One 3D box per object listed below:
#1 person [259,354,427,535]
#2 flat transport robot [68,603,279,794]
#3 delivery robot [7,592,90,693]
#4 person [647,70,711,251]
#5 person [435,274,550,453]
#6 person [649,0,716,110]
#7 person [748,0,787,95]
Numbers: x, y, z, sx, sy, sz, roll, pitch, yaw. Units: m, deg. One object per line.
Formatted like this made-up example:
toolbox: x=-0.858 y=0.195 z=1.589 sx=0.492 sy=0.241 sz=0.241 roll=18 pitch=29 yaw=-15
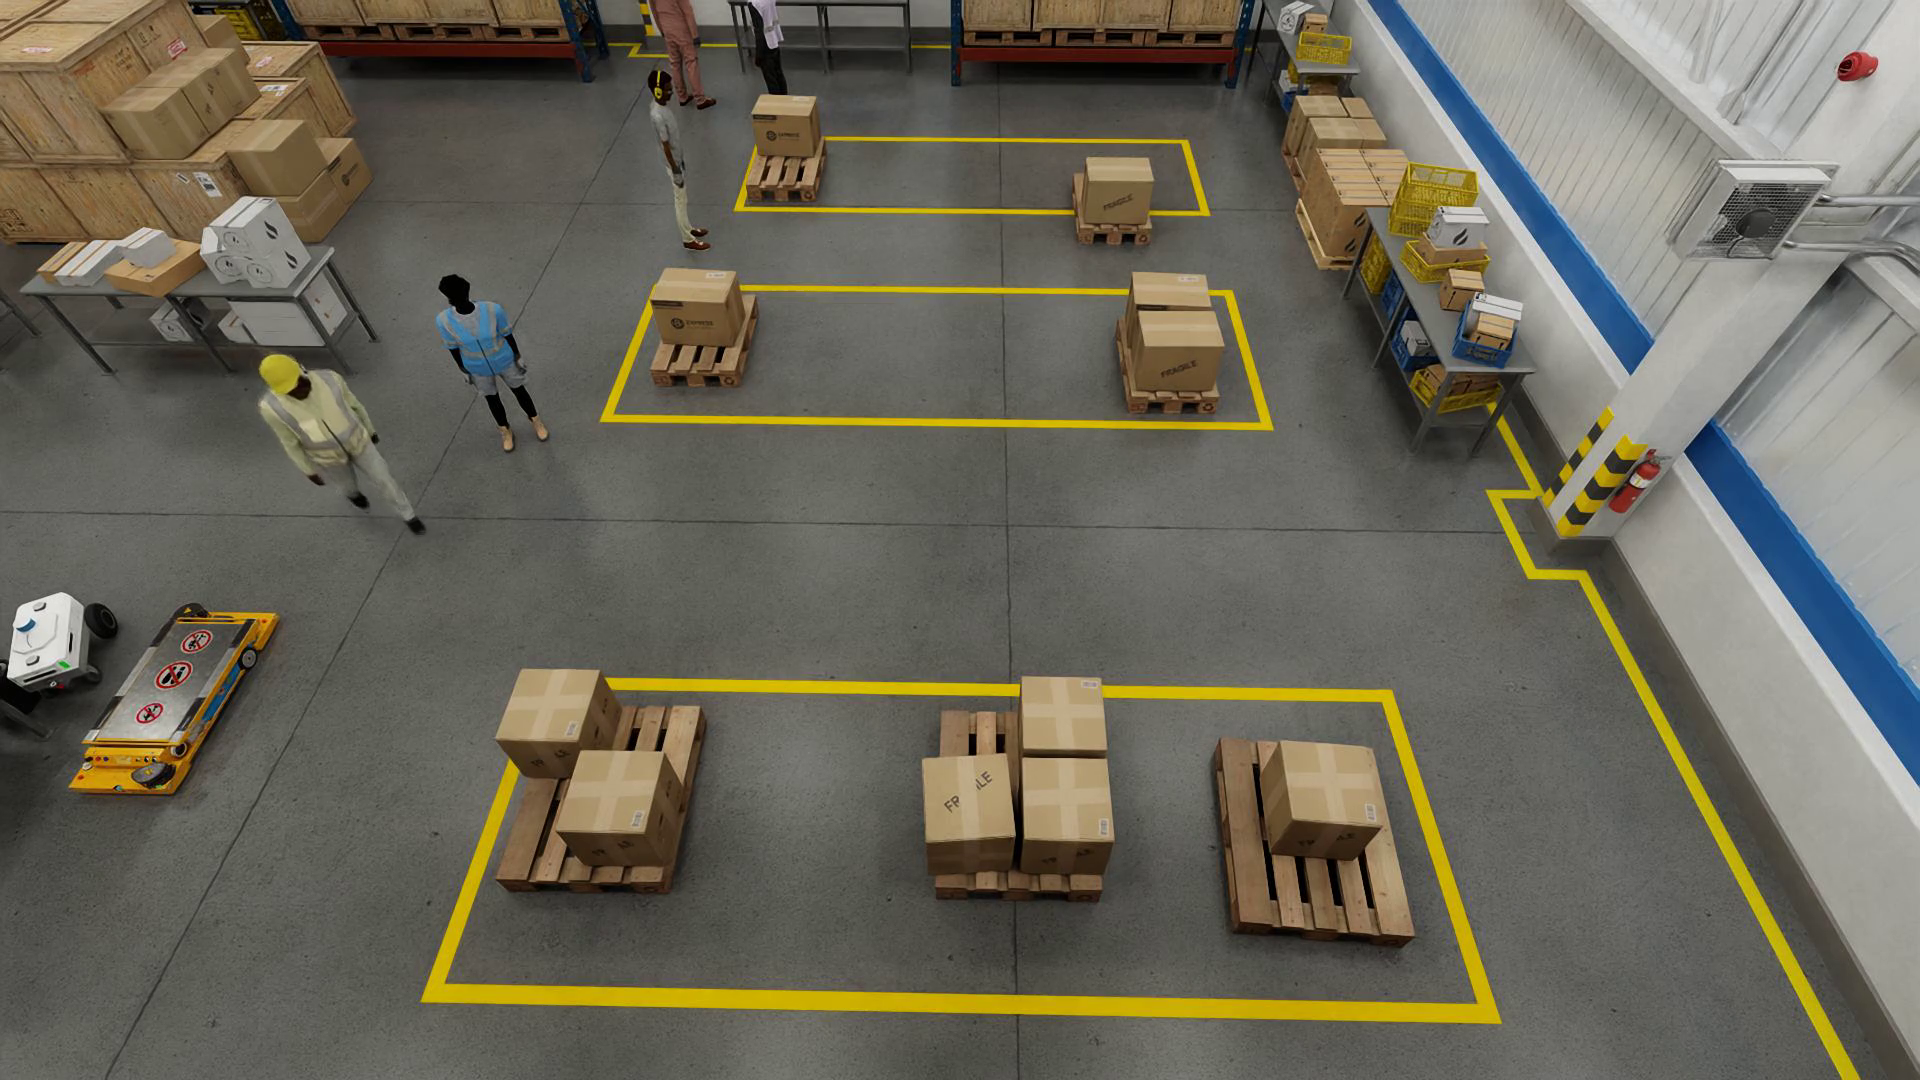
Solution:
person: x=-4.779 y=-0.758 z=7.000 sx=0.733 sy=1.793 sz=0.609 roll=37 pitch=59 yaw=27
flat transport robot: x=-5.504 y=1.072 z=6.442 sx=0.652 sy=0.197 sz=1.431 roll=1 pitch=50 yaw=1
delivery robot: x=-6.468 y=0.721 z=6.495 sx=0.477 sy=0.478 sz=0.707 roll=-22 pitch=53 yaw=-18
person: x=-2.996 y=-3.988 z=9.688 sx=0.328 sy=1.865 sz=0.521 roll=-10 pitch=51 yaw=-8
person: x=-3.919 y=-1.473 z=7.667 sx=0.532 sy=1.697 sz=0.319 roll=-20 pitch=53 yaw=-16
person: x=-3.639 y=-6.615 z=11.881 sx=0.639 sy=1.911 sz=0.406 roll=21 pitch=53 yaw=17
person: x=-2.431 y=-6.262 z=11.577 sx=0.386 sy=1.918 sz=0.596 roll=10 pitch=51 yaw=9
